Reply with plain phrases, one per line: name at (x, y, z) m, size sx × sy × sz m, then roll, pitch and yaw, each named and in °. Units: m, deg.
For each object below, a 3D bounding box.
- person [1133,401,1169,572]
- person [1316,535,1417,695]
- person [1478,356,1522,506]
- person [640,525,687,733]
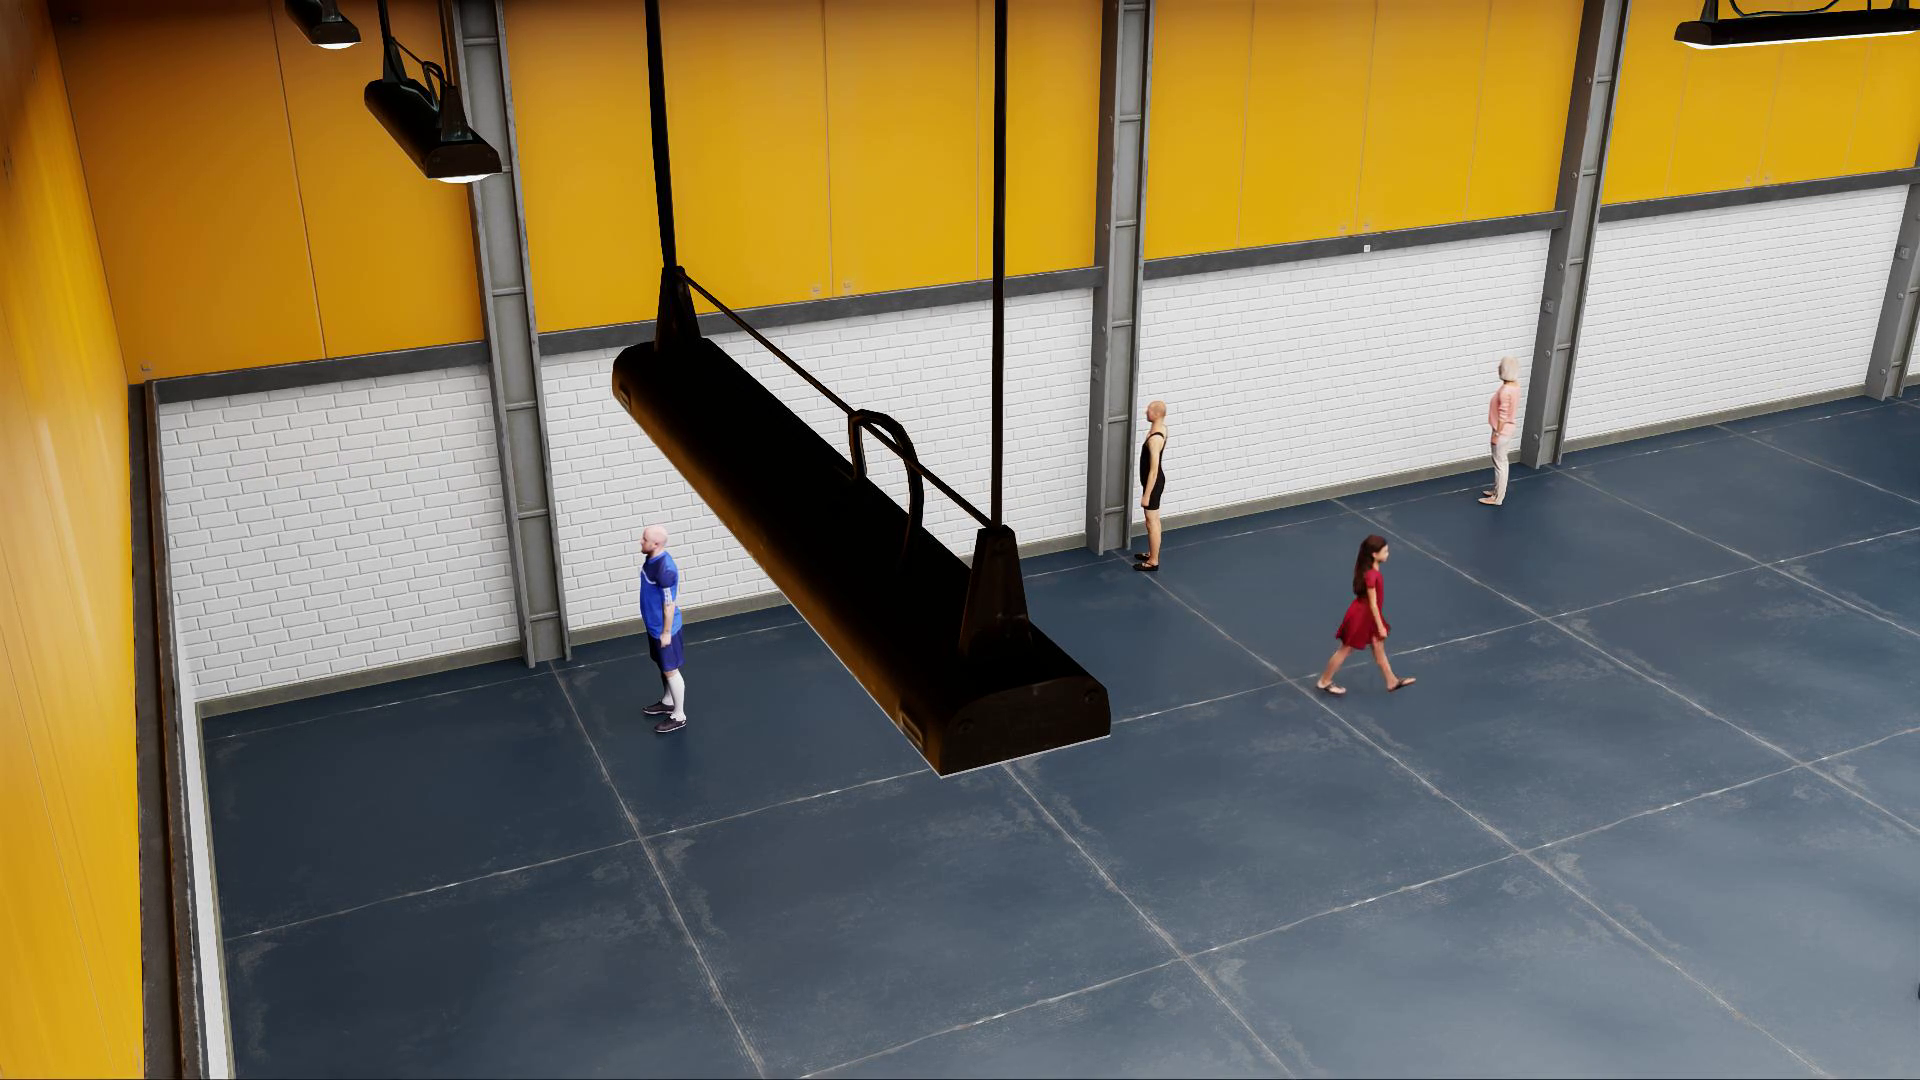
person at (1.980, -0.564, 17.018) m, size 0.715 × 1.816 × 0.708 m, roll 4°, pitch 24°, yaw 9°
person at (3.446, 0.689, 14.535) m, size 1.113 × 1.509 × 0.967 m, roll 5°, pitch 24°, yaw 12°
person at (6.094, -1.236, 18.669) m, size 0.737 × 1.725 × 0.642 m, roll 13°, pitch 27°, yaw 27°
person at (-2.514, 0.716, 14.057) m, size 0.549 × 1.842 × 0.657 m, roll -10°, pitch 26°, yaw -23°
